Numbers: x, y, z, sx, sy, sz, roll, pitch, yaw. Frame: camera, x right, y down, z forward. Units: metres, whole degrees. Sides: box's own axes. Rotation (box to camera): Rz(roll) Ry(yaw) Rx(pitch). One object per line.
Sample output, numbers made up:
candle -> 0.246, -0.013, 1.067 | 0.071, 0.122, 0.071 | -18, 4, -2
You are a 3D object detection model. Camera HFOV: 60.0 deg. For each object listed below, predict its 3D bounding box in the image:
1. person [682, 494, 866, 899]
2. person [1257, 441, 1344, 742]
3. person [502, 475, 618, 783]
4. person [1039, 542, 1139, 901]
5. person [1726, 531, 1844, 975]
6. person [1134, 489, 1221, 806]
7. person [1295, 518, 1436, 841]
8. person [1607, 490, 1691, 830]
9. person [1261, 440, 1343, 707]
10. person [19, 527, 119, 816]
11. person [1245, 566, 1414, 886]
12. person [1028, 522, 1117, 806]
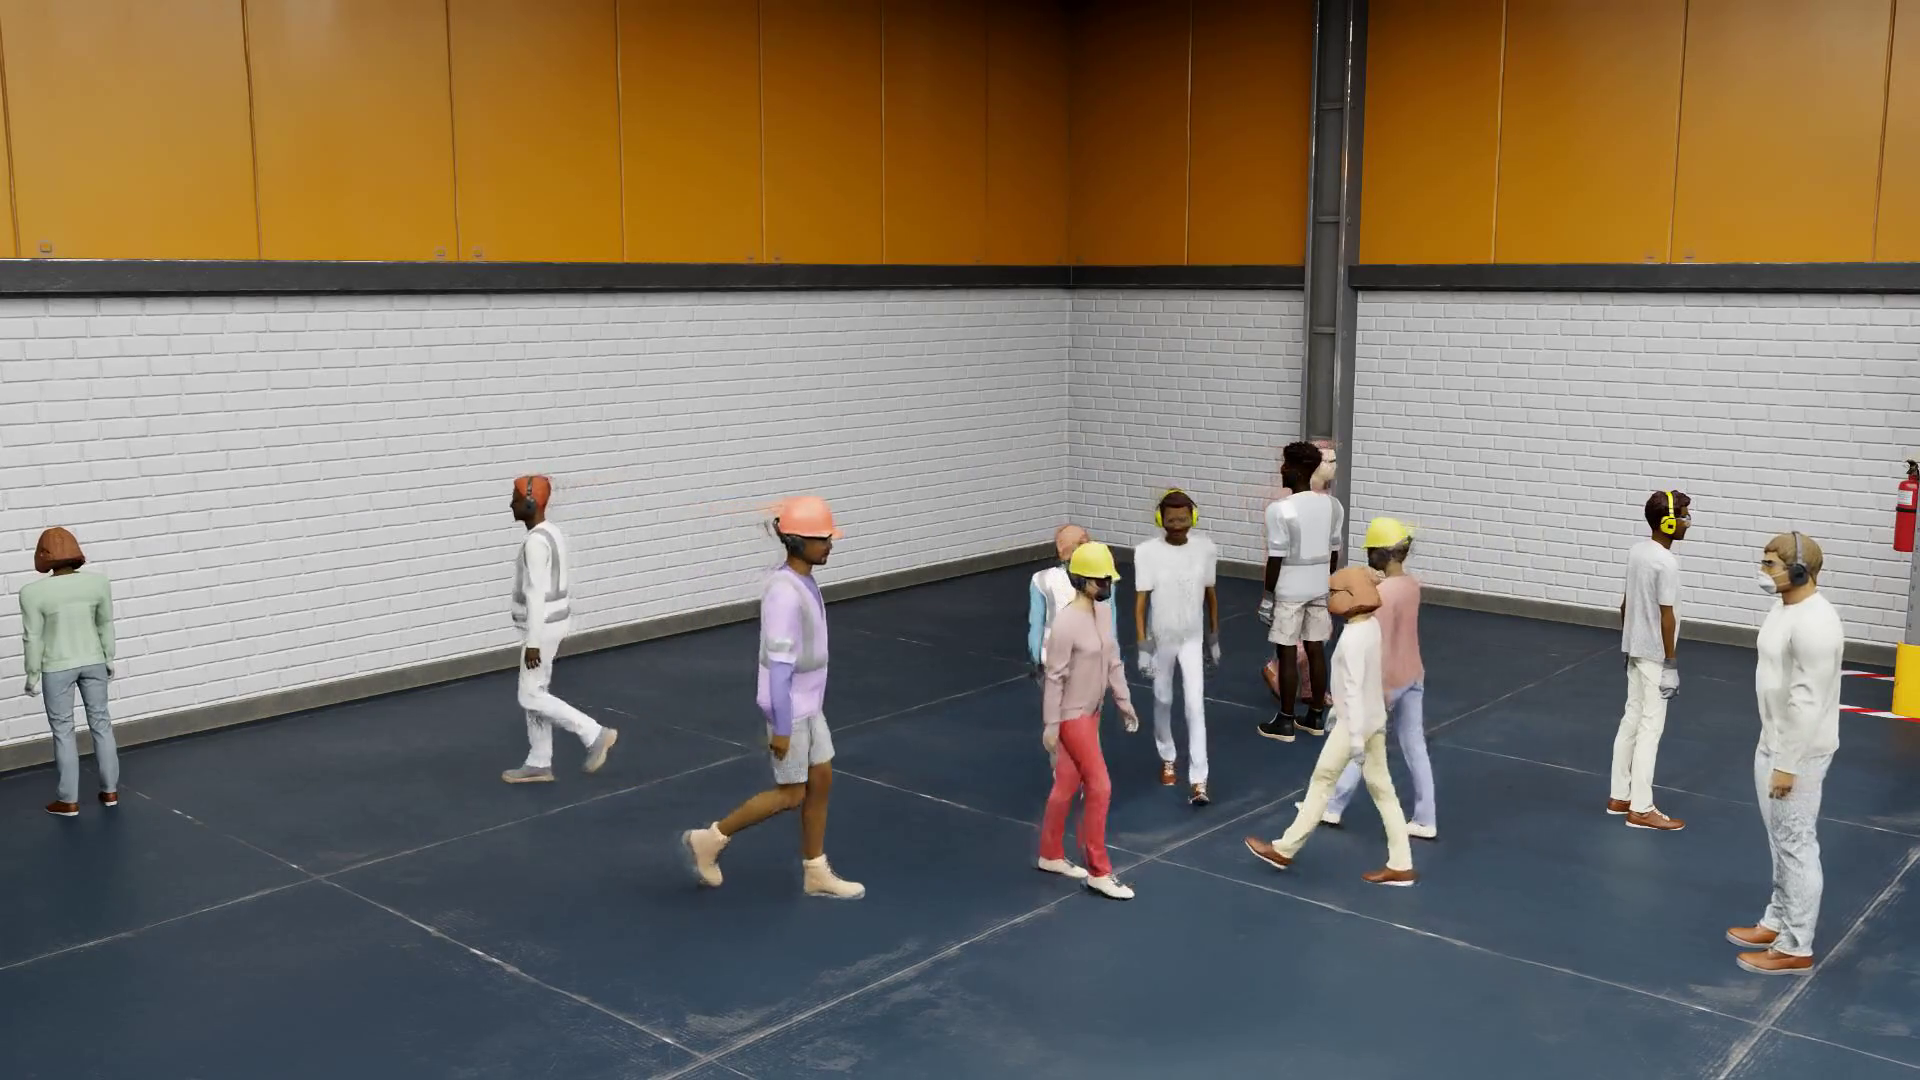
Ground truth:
person -> -0.885, 0.772, 7.981 | 0.780, 2.018, 0.612 | 1, 9, 6
person -> 2.209, 0.333, 10.863 | 0.607, 1.964, 0.367 | -5, 10, -30
person -> -2.408, 0.540, 9.856 | 0.601, 1.869, 0.584 | -1, 9, -7
person -> 0.677, 0.875, 8.186 | 0.741, 1.739, 0.534 | 5, 10, 27
person -> 3.635, 0.921, 7.283 | 0.363, 1.936, 0.630 | 2, 9, 14
person -> 1.263, 0.613, 9.592 | 0.526, 1.806, 0.983 | 0, 9, 2
person -> 2.246, 0.742, 9.016 | 0.816, 1.731, 0.532 | 8, 12, 39
person -> 3.818, 0.650, 9.177 | 0.311, 1.869, 0.530 | 0, 9, -2
person -> 2.449, 0.245, 11.618 | 0.461, 1.894, 0.664 | 4, 10, 26
person -> -5.010, 0.735, 9.378 | 0.289, 1.633, 0.497 | 7, 11, 38
person -> 1.908, 0.923, 8.322 | 0.846, 1.583, 0.505 | 5, 10, 30
person -> 0.657, 0.708, 9.636 | 0.523, 1.609, 0.781 | 0, 9, 2
